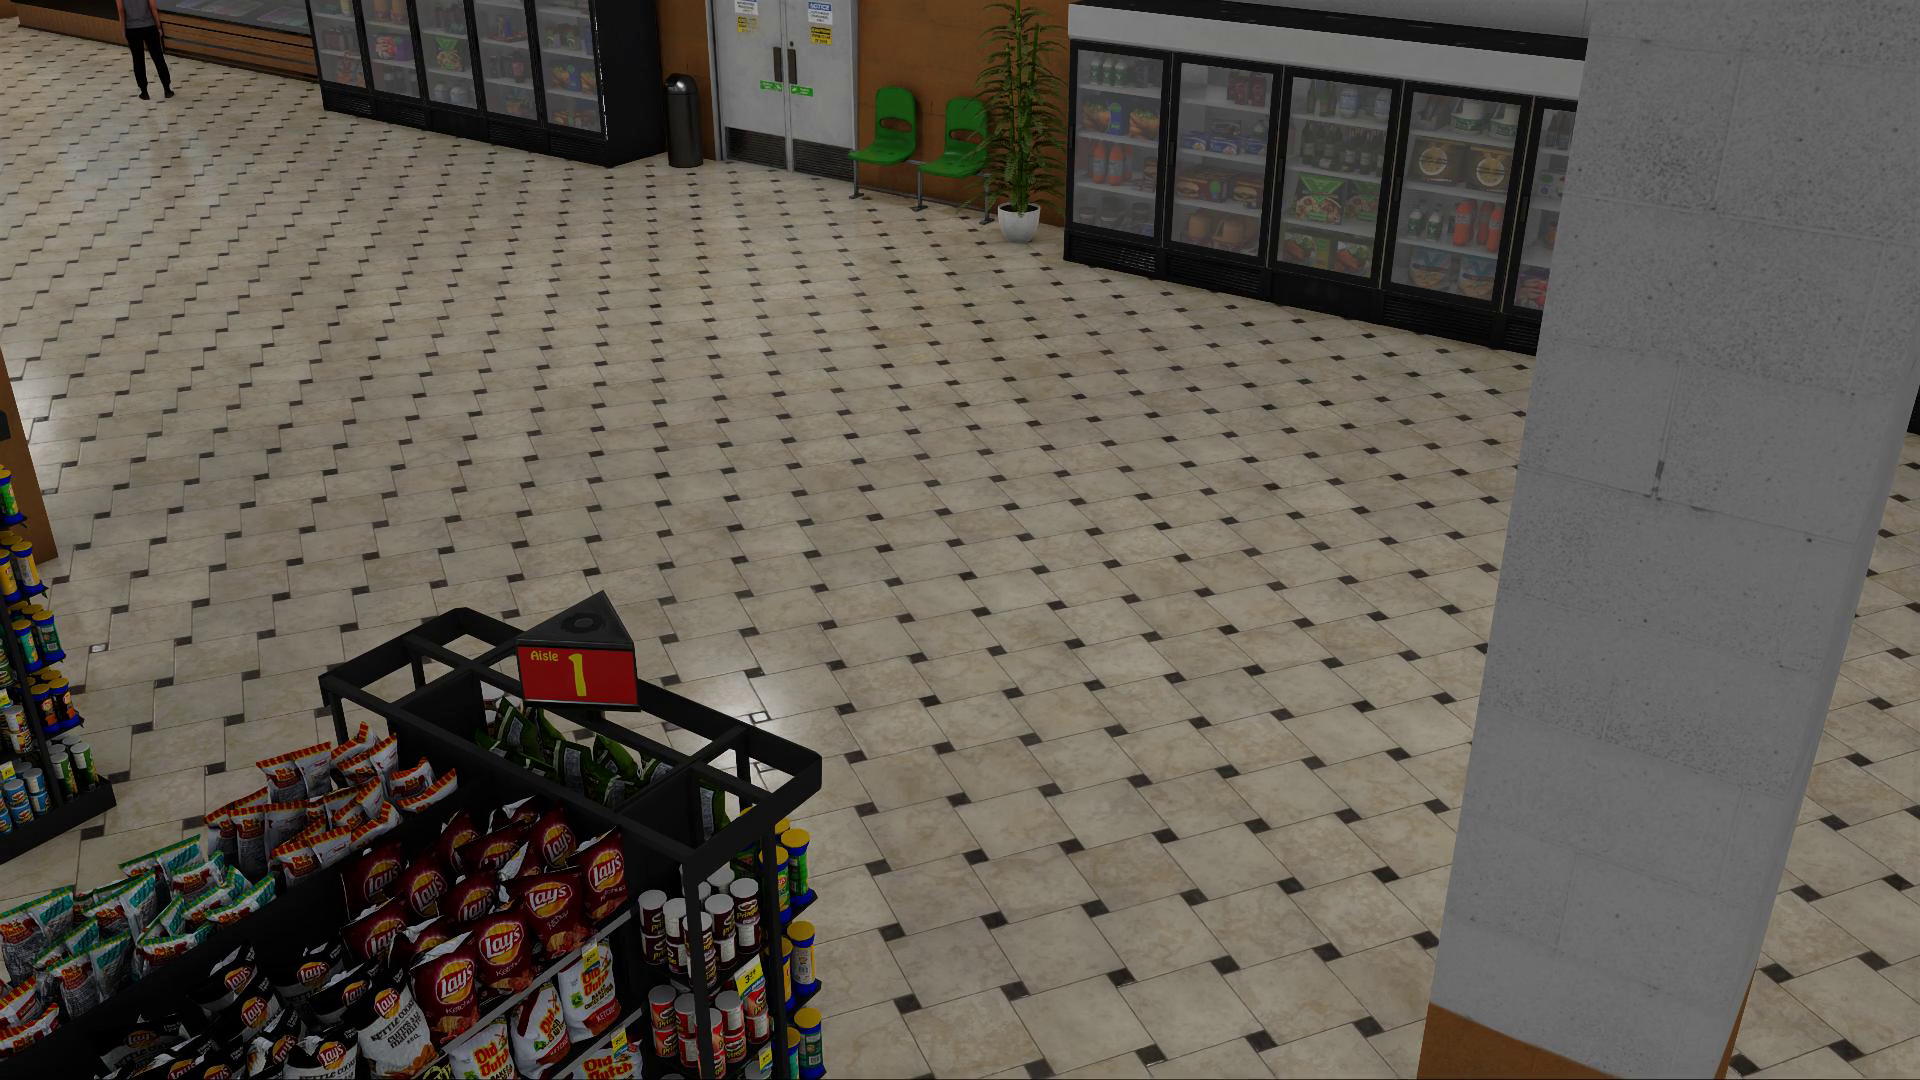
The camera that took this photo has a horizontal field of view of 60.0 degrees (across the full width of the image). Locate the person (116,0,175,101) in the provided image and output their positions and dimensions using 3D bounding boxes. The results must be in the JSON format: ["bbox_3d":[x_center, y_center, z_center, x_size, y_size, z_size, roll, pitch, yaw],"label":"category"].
[{"bbox_3d":[-10.509,-6.566,21.331,0.633,1.754,0.763,-13,30,-24],"label":"person"}]
